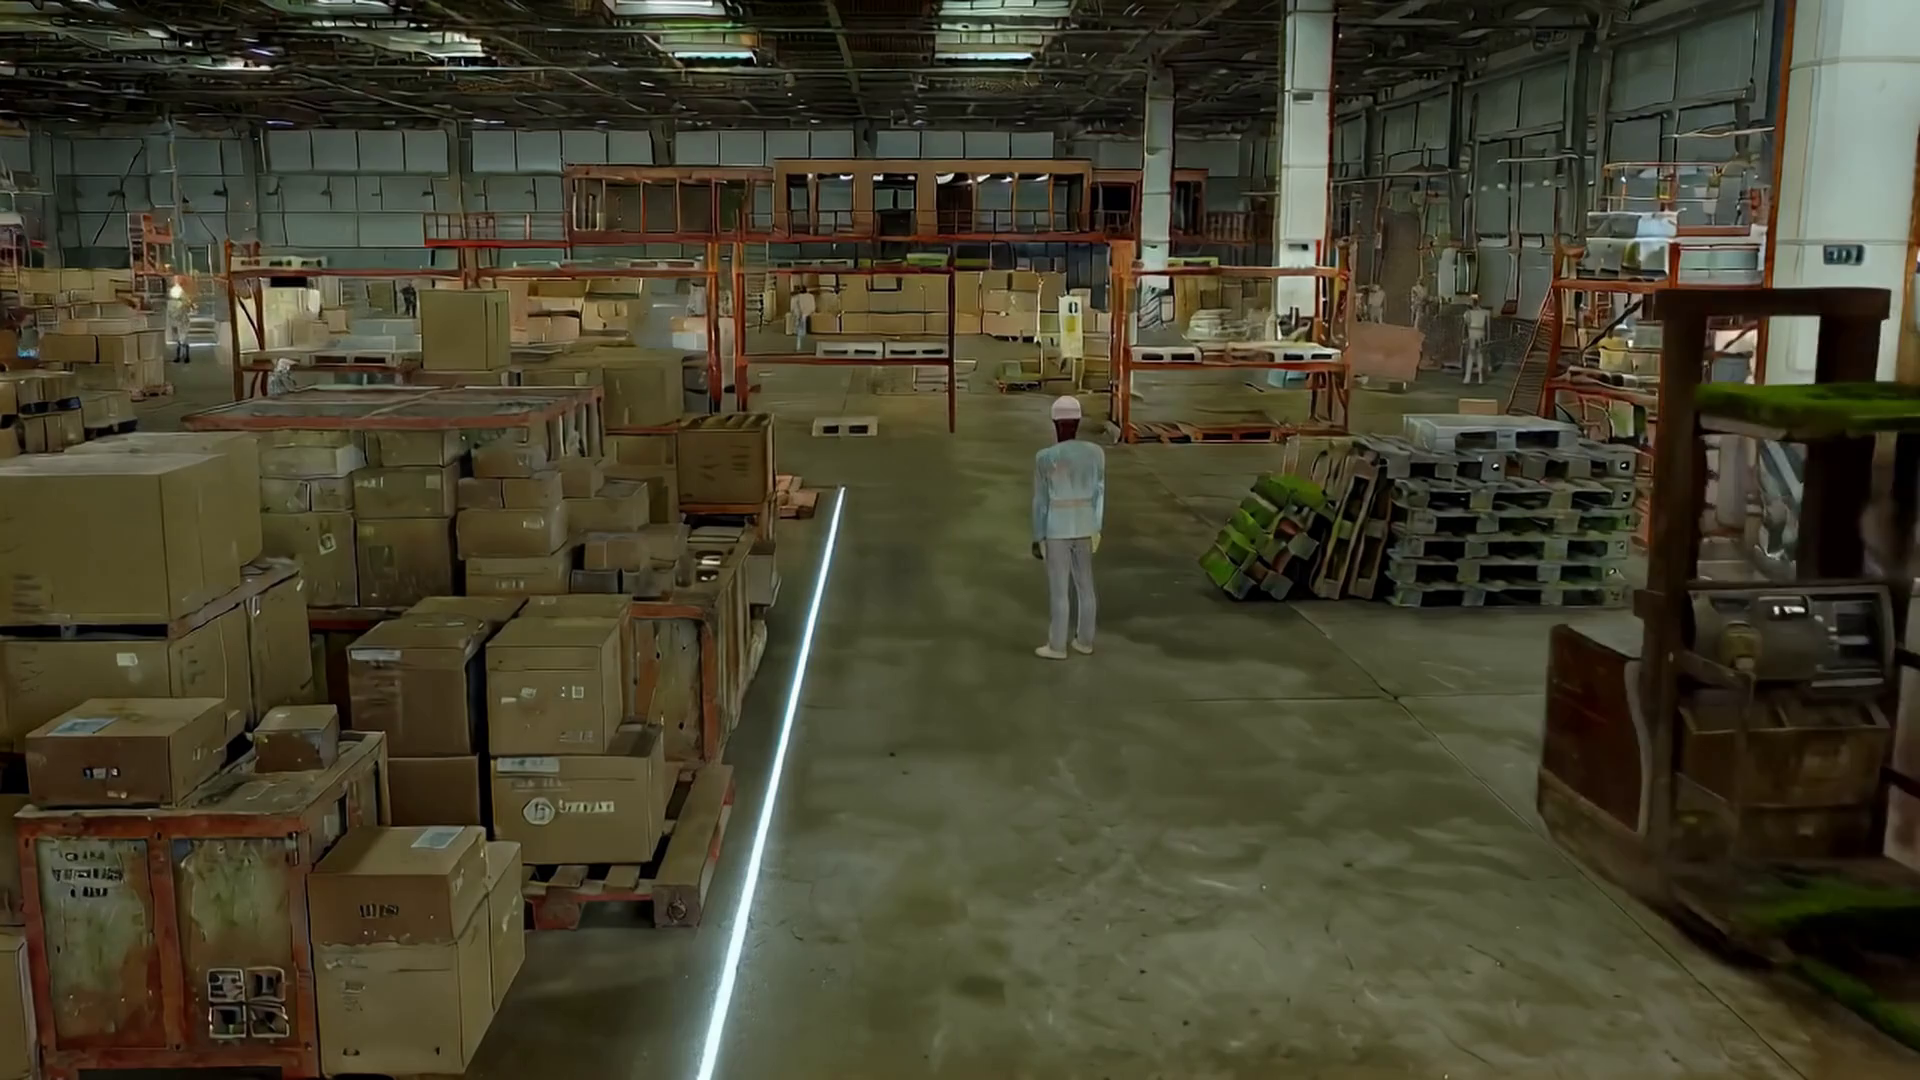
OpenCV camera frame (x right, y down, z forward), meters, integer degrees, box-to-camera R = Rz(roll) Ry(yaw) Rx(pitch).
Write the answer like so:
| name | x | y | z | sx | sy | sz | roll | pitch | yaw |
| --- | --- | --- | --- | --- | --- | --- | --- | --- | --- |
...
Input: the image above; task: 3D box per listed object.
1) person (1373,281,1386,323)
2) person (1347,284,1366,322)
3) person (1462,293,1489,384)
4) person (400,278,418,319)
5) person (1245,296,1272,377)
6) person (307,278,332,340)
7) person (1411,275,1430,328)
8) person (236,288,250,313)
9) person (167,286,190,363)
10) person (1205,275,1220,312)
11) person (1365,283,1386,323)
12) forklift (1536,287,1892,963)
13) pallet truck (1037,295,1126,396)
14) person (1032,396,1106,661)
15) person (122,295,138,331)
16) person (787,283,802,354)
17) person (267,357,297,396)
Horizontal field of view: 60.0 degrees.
| name | x | y | z | sx | sy | sz | roll | pitch | yaw |
| --- | --- | --- | --- | --- | --- | --- | --- | --- | --- |
| person | 13.853 | -7.689 | 54.991 | 0.499 | 1.731 | 0.450 | 10 | 14 | 43 |
| person | 11.281 | -6.355 | 47.282 | 0.429 | 1.844 | 0.626 | -8 | 13 | -38 |
| person | 11.044 | -4.318 | 35.661 | 0.552 | 1.937 | 0.356 | 1 | 10 | 5 |
| person | -17.481 | -7.367 | 52.836 | 0.513 | 1.872 | 0.328 | -2 | 10 | -14 |
| person | 6.738 | -4.586 | 37.485 | 0.635 | 1.818 | 0.723 | 6 | 12 | 29 |
| person | -19.283 | -6.887 | 49.989 | 0.634 | 1.918 | 0.957 | 8 | 13 | 37 |
| person | 14.932 | -7.604 | 53.959 | 0.602 | 1.940 | 0.402 | 2 | 10 | 13 |
| person | -18.480 | -5.543 | 42.744 | 0.534 | 1.842 | 0.615 | 3 | 10 | 14 |
| person | -19.512 | -5.372 | 41.540 | 0.544 | 1.937 | 0.358 | -1 | 10 | -5 |
| person | 10.857 | -10.784 | 71.560 | 0.612 | 1.986 | 0.407 | 3 | 11 | 17 |
| person | 11.894 | -6.446 | 47.753 | 0.624 | 1.867 | 1.019 | 0 | 10 | 0 |
| forklift | 3.623 | 0.236 | 7.666 | 1.129 | 2.768 | 1.873 | -1 | 10 | -6 |
| pallet truck | 2.483 | -3.881 | 33.060 | 1.885 | 1.965 | 0.823 | -7 | 13 | -36 |
| person | 0.779 | -0.082 | 12.094 | 0.586 | 1.928 | 0.364 | -6 | 12 | -31 |
| person | -20.181 | -5.068 | 40.368 | 0.532 | 1.747 | 0.610 | 7 | 12 | 34 |
| person | -4.416 | -5.872 | 44.359 | 0.367 | 1.932 | 0.622 | -5 | 11 | -25 |
| person | -8.240 | -1.413 | 20.311 | 0.309 | 1.641 | 0.514 | 2 | 10 | 11 |
